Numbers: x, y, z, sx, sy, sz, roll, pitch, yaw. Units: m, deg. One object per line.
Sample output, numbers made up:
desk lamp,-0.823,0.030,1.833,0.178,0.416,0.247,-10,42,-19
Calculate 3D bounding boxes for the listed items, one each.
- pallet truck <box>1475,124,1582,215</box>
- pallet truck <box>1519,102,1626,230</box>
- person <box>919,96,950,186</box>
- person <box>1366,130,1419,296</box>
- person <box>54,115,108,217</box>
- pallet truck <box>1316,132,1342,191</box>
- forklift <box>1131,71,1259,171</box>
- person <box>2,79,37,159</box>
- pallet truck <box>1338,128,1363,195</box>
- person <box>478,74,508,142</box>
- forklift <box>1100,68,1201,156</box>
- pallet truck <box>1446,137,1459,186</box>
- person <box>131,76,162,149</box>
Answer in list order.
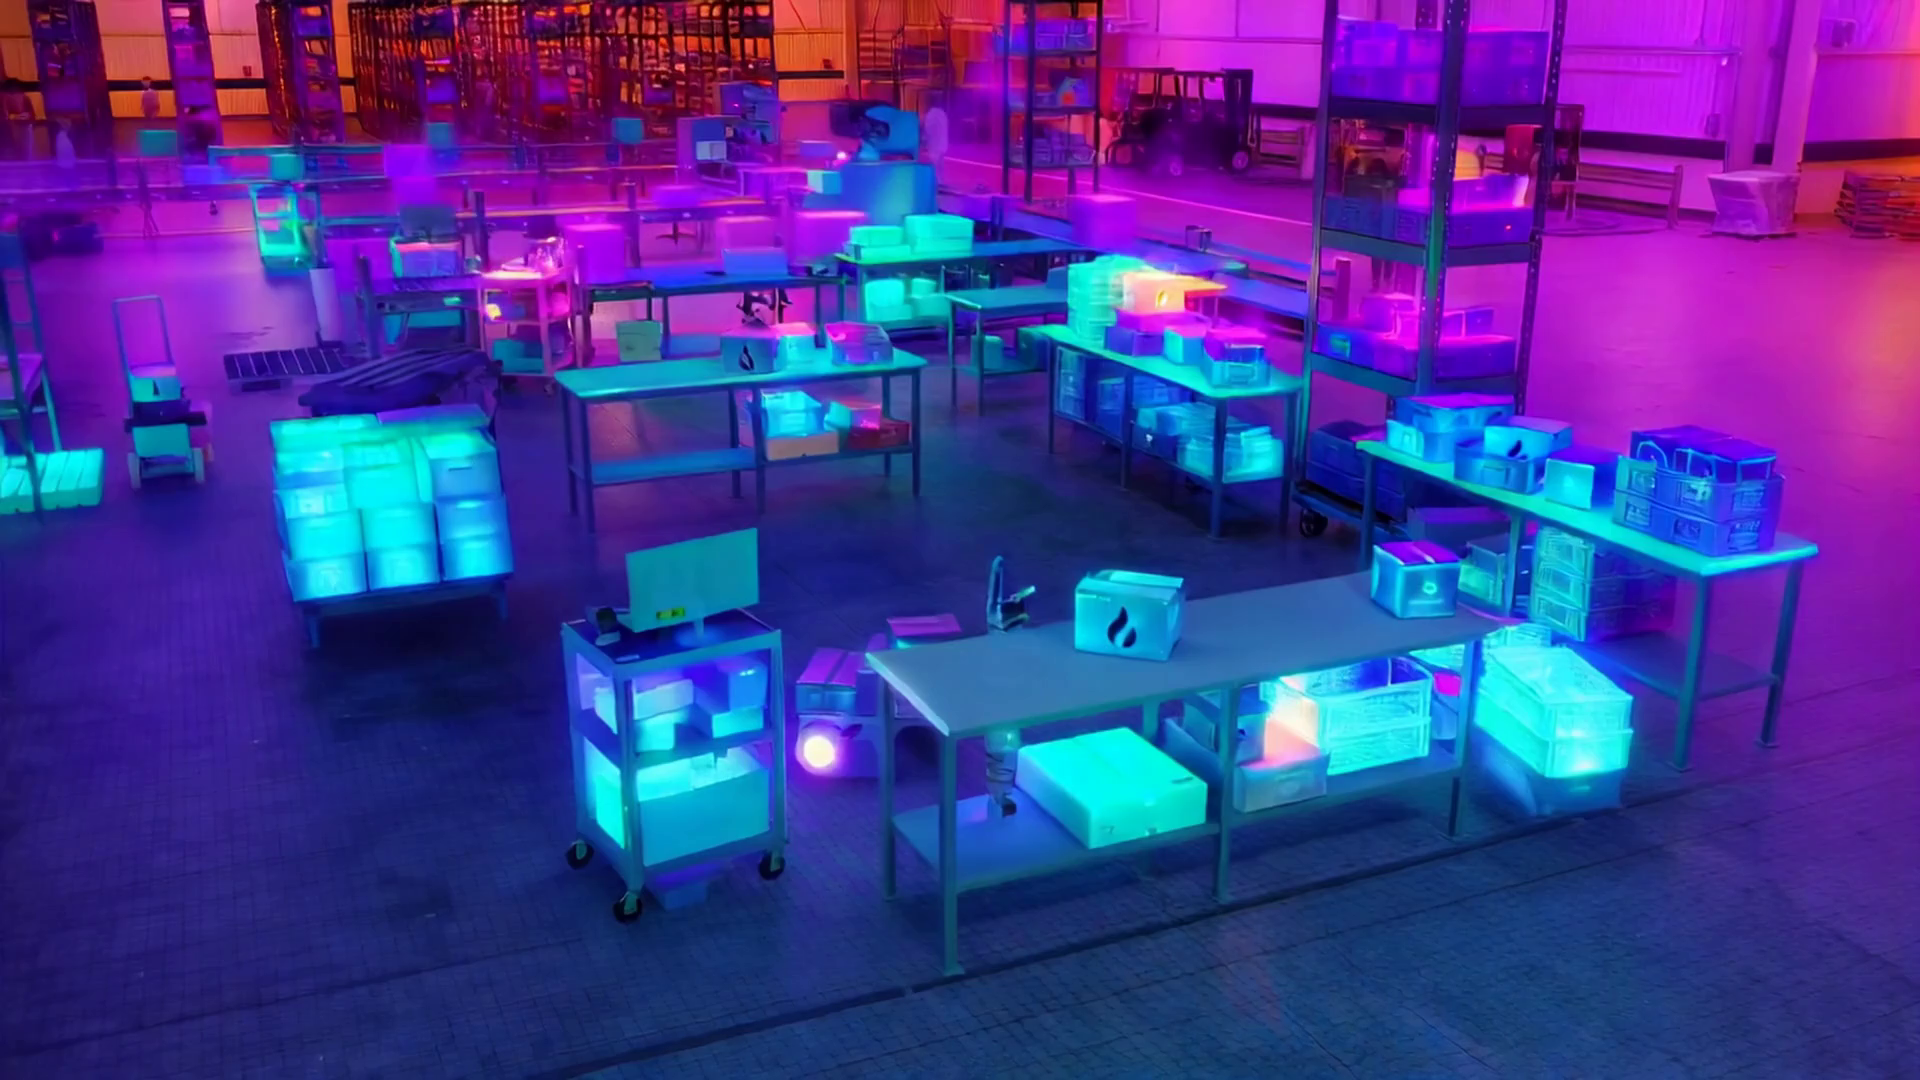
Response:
pallet truck,9.707,-6.455,28.103,1.885,1.965,0.823,-7,19,-20
pallet truck,9.972,-6.037,26.785,1.885,1.965,0.823,-9,20,-25
person,-0.517,-7.361,31.188,1.003,1.852,0.688,10,20,30
person,5.145,-3.860,19.899,0.644,2.009,0.909,3,18,9
person,-14.862,-6.233,27.841,0.890,1.715,0.551,-13,22,-36
pallet truck,7.723,-7.504,32.656,1.601,1.201,0.680,-8,19,-23
forklift,4.998,-8.936,35.413,2.680,1.987,1.157,-9,20,-25
person,-21.480,-9.553,38.042,0.618,1.895,1.027,-10,20,-28
pallet truck,7.845,-7.140,31.411,1.522,1.261,0.704,-9,20,-25
person,-12.487,-11.559,44.511,0.958,1.802,0.572,-5,18,-17
forklift,4.082,-9.564,37.410,2.680,1.987,1.157,-8,19,-23
pallet truck,9.184,-6.485,29.328,1.630,1.274,0.653,-8,19,-23
person,-20.732,-10.862,42.316,0.897,1.789,0.619,-8,19,-24
